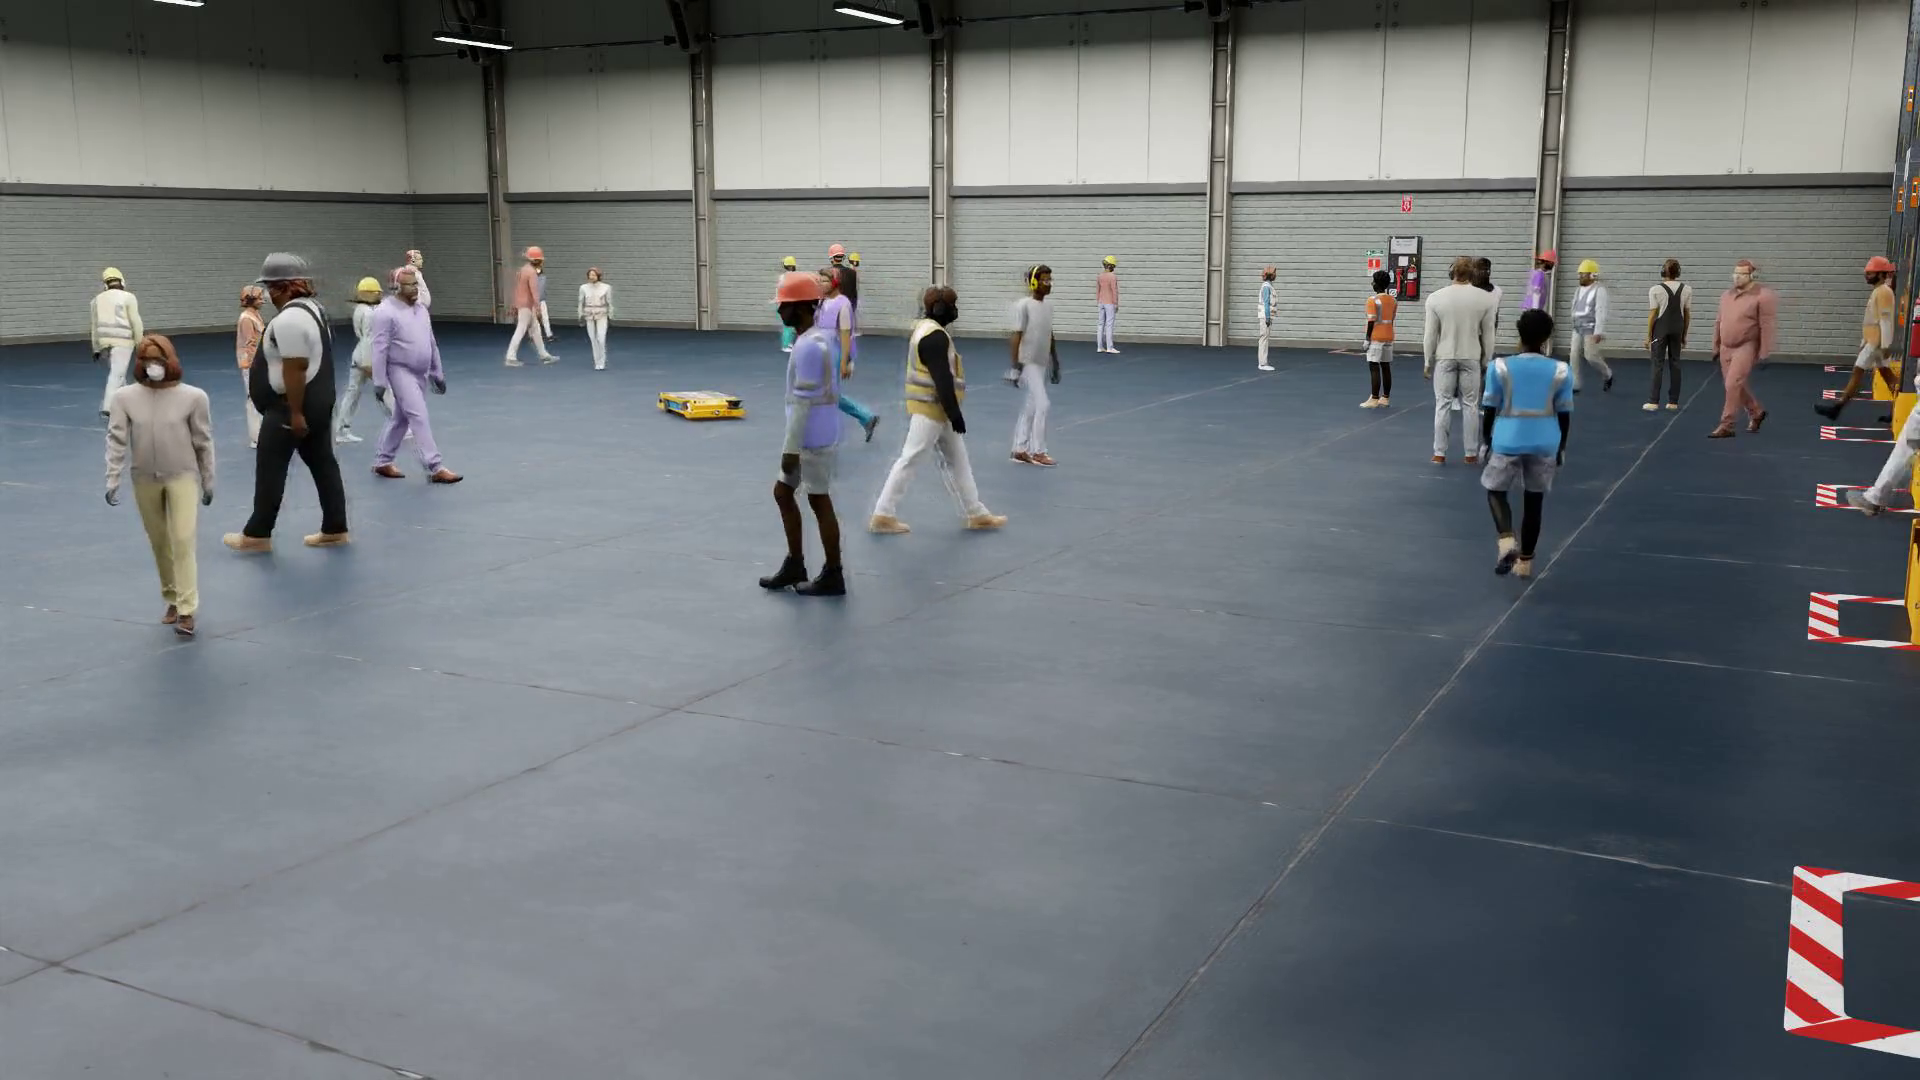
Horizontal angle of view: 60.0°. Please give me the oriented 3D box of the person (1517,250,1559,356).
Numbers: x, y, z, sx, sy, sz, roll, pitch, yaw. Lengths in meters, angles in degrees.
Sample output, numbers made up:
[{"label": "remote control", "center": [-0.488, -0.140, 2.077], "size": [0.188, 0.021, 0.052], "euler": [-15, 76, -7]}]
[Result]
[{"label": "person", "center": [9.509, -3.800, 27.279], "size": [0.715, 1.888, 0.572], "euler": [5, 12, 27]}]

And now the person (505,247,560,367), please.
[{"label": "person", "center": [-7.005, -3.797, 27.100], "size": [1.001, 1.931, 0.645], "euler": [-5, 11, -24]}]

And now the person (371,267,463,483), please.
[{"label": "person", "center": [-4.770, -1.426, 14.422], "size": [0.990, 1.857, 0.664], "euler": [3, 11, 18]}]

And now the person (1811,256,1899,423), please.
[{"label": "person", "center": [10.377, -2.279, 18.971], "size": [1.011, 1.882, 0.567], "euler": [5, 12, 26]}]

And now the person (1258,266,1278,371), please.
[{"label": "person", "center": [4.861, -3.501, 26.319], "size": [0.309, 1.641, 0.512], "euler": [2, 11, 11]}]

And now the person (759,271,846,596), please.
[{"label": "person", "center": [-0.986, -0.607, 9.776], "size": [0.681, 1.915, 0.580], "euler": [0, 10, -1]}]

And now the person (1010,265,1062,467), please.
[{"label": "person", "center": [0.765, -1.605, 15.401], "size": [0.744, 1.851, 0.555], "euler": [8, 13, 37]}]

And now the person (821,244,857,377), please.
[{"label": "person", "center": [-1.827, -3.439, 25.009], "size": [0.608, 1.996, 0.381], "euler": [-7, 13, -34]}]

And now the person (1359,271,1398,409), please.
[{"label": "person", "center": [5.166, -2.465, 20.516], "size": [0.537, 1.696, 0.317], "euler": [-9, 14, -41]}]

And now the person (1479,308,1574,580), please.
[{"label": "person", "center": [3.473, -0.575, 10.214], "size": [0.549, 1.686, 0.403], "euler": [2, 11, 10]}]

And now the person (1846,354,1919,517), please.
[{"label": "person", "center": [7.168, -1.037, 12.348], "size": [0.624, 1.835, 0.937], "euler": [-7, 12, -33]}]

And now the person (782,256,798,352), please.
[{"label": "person", "center": [-3.070, -4.279, 30.265], "size": [0.426, 1.745, 0.548], "euler": [1, 10, 6]}]

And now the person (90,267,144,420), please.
[{"label": "person", "center": [-9.812, -2.260, 19.250], "size": [0.640, 1.767, 0.847], "euler": [3, 11, 17]}]

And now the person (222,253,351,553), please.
[{"label": "person", "center": [-4.613, -0.937, 11.239], "size": [0.870, 2.000, 0.696], "euler": [0, 10, -3]}]

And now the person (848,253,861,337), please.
[{"label": "person", "center": [-2.232, -5.148, 34.980], "size": [0.335, 1.761, 0.521], "euler": [2, 11, 9]}]

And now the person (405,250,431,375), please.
[{"label": "person", "center": [-8.300, -3.473, 25.438], "size": [0.409, 1.907, 0.651], "euler": [-5, 11, -24]}]

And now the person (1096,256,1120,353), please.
[{"label": "person", "center": [2.686, -4.257, 30.117], "size": [0.320, 1.762, 0.522], "euler": [-8, 13, -36]}]

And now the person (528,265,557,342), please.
[{"label": "person", "center": [-8.371, -4.717, 33.080], "size": [0.521, 1.592, 0.838], "euler": [-9, 14, -40]}]

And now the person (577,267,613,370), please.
[{"label": "person", "center": [-5.776, -3.481, 26.248], "size": [0.534, 1.613, 0.632], "euler": [1, 10, 3]}]

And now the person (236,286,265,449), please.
[{"label": "person", "center": [-7.065, -1.724, 16.654], "size": [0.321, 1.631, 0.531], "euler": [-3, 11, -17]}]

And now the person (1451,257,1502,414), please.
[{"label": "person", "center": [6.177, -2.447, 19.955], "size": [0.599, 1.882, 0.995], "euler": [-2, 11, -9]}]

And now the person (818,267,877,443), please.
[{"label": "person", "center": [-1.199, -1.807, 16.573], "size": [0.743, 1.825, 0.578], "euler": [-4, 11, -21]}]

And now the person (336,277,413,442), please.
[{"label": "person", "center": [-6.067, -1.858, 17.210], "size": [0.916, 1.692, 0.500], "euler": [-7, 12, -33]}]

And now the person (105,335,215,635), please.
[{"label": "person", "center": [-4.290, -0.289, 8.929], "size": [0.506, 1.599, 0.739], "euler": [-2, 11, -10]}]

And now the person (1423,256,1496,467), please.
[{"label": "person", "center": [4.603, -1.644, 15.375], "size": [0.635, 1.937, 0.353], "euler": [2, 11, 12]}]

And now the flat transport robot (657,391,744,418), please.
[{"label": "flat transport robot", "center": [-3.112, -1.632, 19.860], "size": [0.652, 0.197, 1.431], "euler": [-5, 11, -25]}]

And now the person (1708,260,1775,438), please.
[{"label": "person", "center": [8.326, -2.029, 17.655], "size": [0.862, 1.885, 0.656], "euler": [-4, 11, -21]}]

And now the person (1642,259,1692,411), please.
[{"label": "person", "center": [8.586, -2.483, 20.210], "size": [0.506, 1.846, 0.345], "euler": [0, 10, 0]}]

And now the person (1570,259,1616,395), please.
[{"label": "person", "center": [8.384, -2.818, 22.113], "size": [0.696, 1.816, 0.602], "euler": [-3, 11, -17]}]

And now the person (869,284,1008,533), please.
[{"label": "person", "center": [-0.191, -0.927, 11.911], "size": [1.002, 1.797, 0.623], "euler": [0, 10, 1]}]
